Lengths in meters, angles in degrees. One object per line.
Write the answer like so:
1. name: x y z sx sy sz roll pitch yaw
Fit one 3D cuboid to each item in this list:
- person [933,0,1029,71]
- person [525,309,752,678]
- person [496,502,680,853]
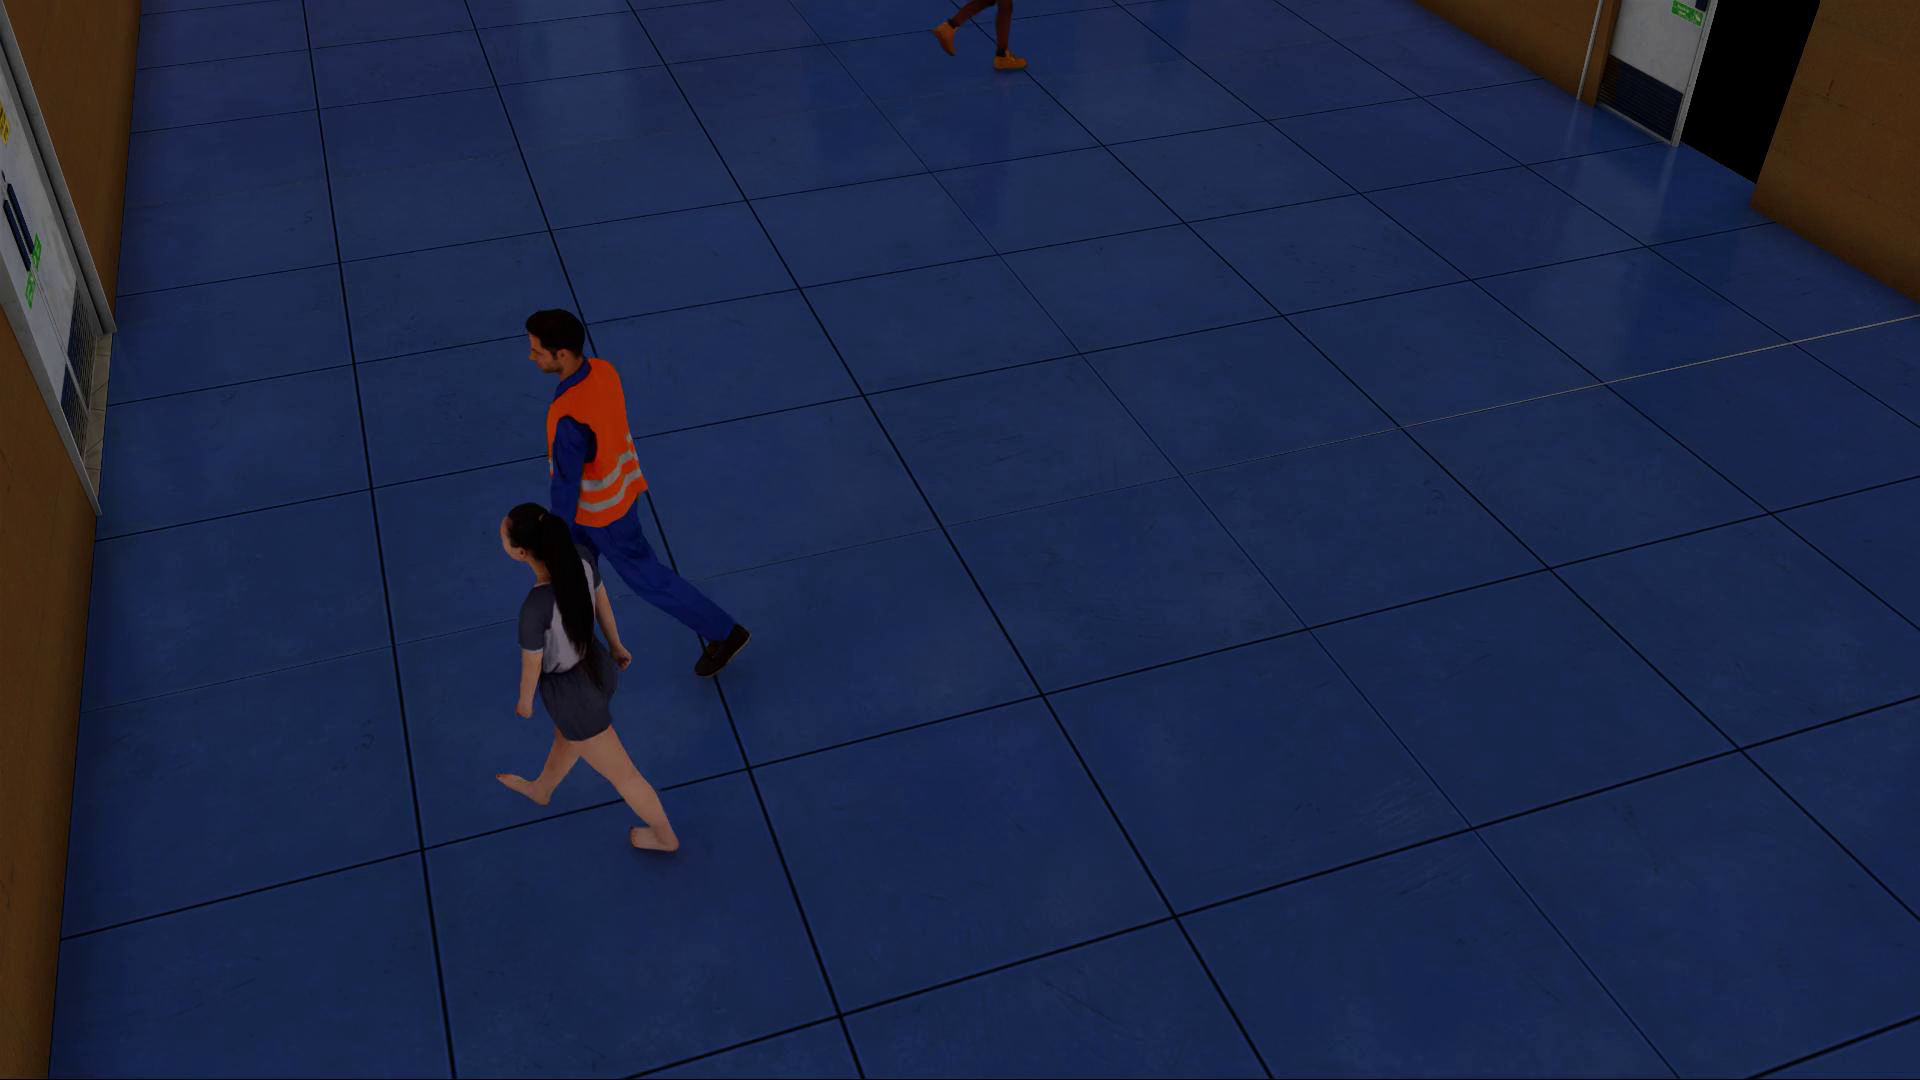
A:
1. person: 0.172 -4.412 12.724 0.973 1.703 0.633 -9 38 -12
2. person: -1.377 -0.123 6.916 1.319 1.815 0.927 -4 37 -5
3. person: -1.322 0.573 6.163 1.112 1.606 0.948 9 38 12
